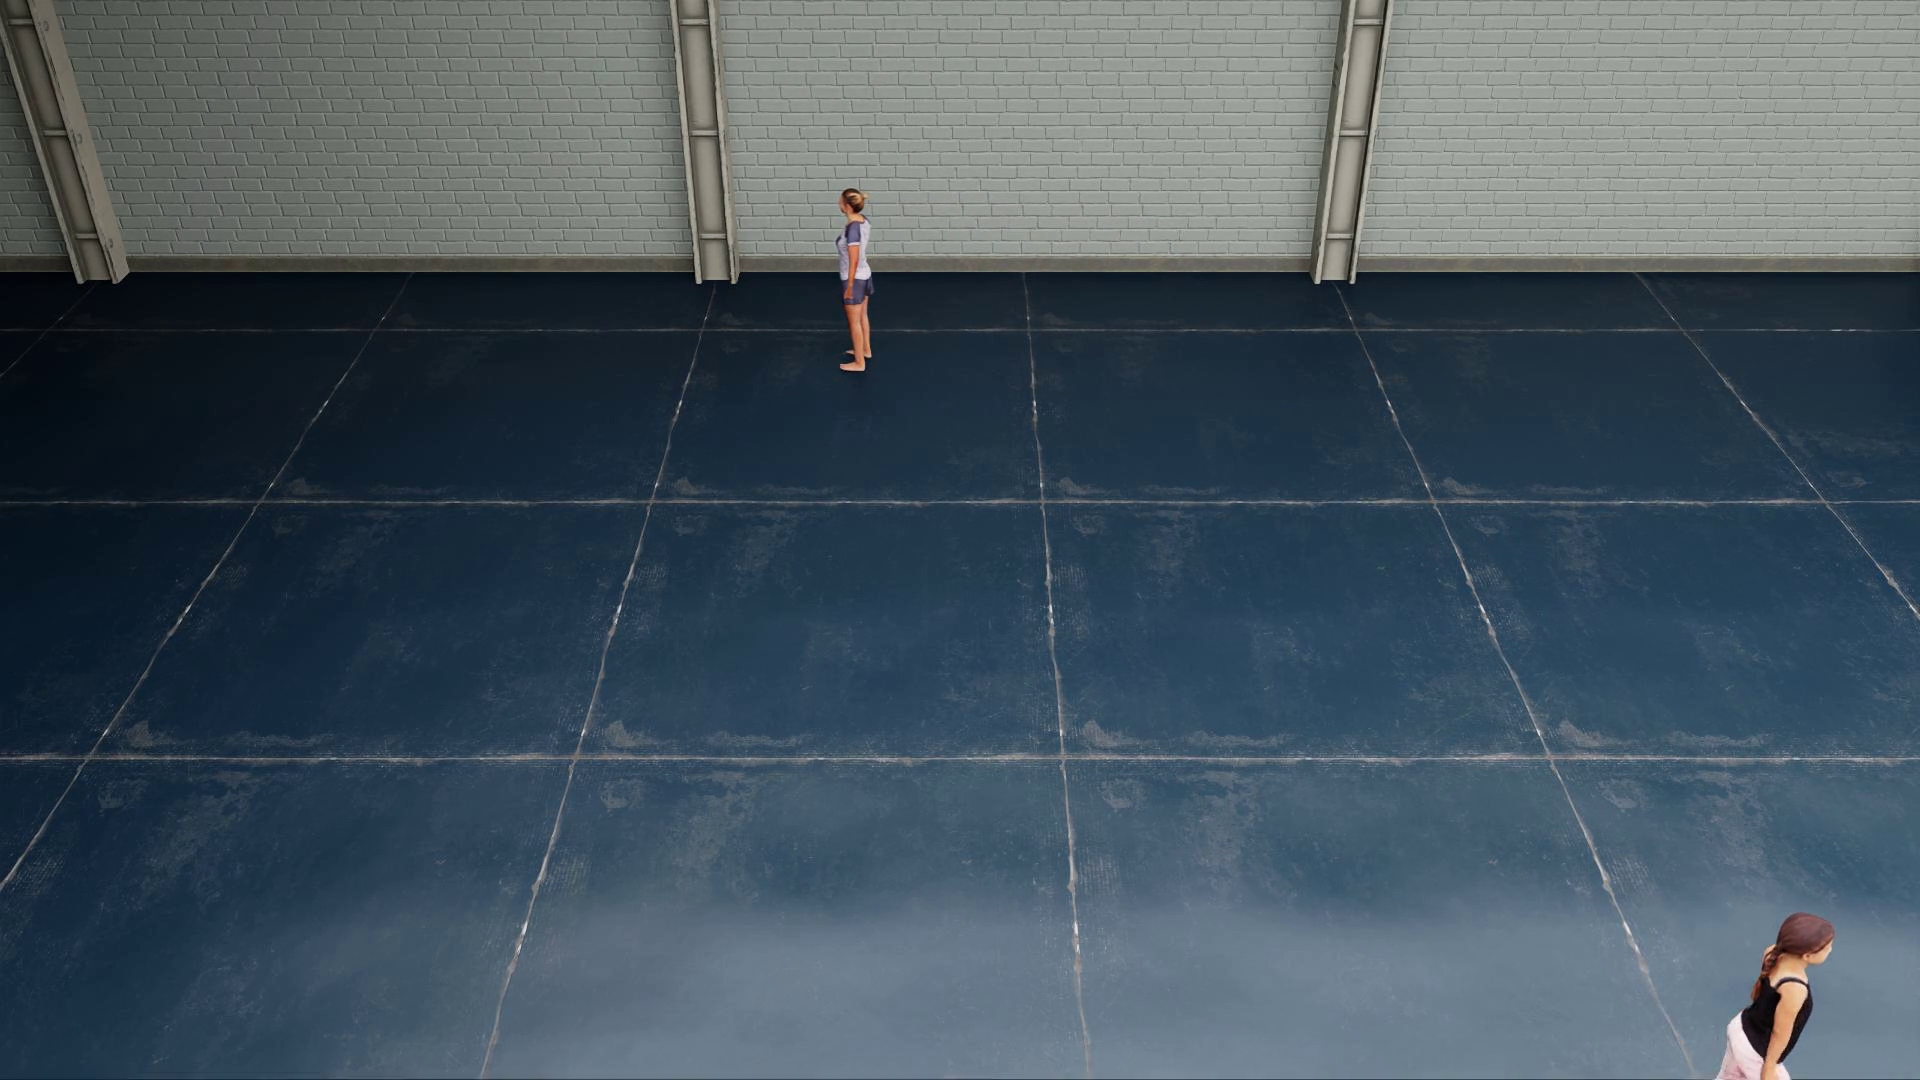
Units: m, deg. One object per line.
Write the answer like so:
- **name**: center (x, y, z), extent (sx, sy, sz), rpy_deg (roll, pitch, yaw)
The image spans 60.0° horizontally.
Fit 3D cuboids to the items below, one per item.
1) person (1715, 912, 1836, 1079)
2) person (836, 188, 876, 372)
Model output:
- **person**: center (3.488, 2.255, 7.401), extent (0.793, 1.548, 0.595), rpy_deg (3, 33, 5)
- **person**: center (-0.892, -2.236, 14.236), extent (0.606, 1.625, 0.630), rpy_deg (7, 34, 11)
